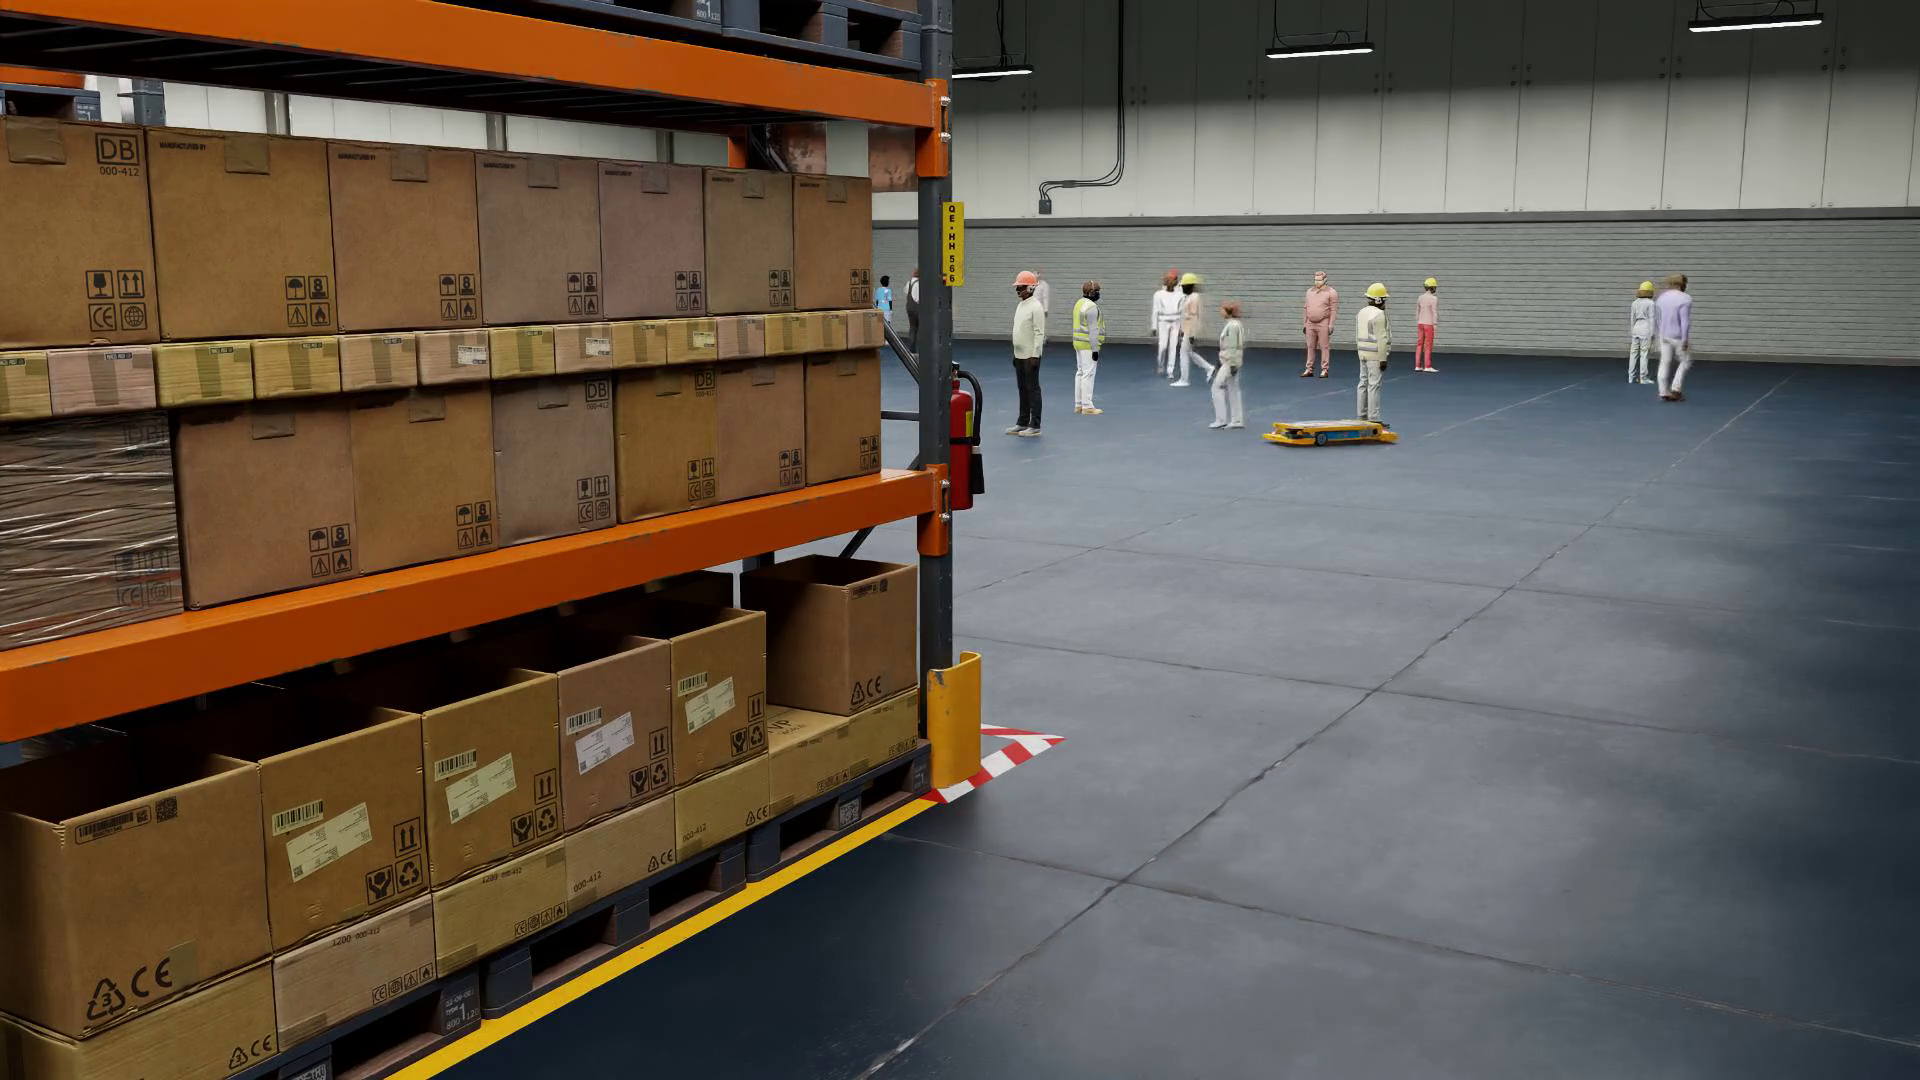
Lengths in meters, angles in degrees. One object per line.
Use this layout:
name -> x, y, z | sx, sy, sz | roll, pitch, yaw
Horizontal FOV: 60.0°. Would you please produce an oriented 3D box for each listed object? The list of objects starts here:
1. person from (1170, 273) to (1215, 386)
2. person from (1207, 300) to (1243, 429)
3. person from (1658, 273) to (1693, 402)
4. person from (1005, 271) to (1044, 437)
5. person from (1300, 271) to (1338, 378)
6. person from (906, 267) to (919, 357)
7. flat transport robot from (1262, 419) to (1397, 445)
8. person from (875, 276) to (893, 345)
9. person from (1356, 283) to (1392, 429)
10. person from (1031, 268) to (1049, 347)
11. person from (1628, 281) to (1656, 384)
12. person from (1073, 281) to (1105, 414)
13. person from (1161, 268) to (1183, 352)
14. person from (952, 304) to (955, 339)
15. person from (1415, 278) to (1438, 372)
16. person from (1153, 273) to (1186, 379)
person -> 3.906, -3.508, 27.781 | 0.689, 1.904, 0.601 | 1, 10, 5
person -> 3.333, -2.205, 20.978 | 0.565, 1.618, 0.518 | 2, 10, 12
person -> 10.700, -3.010, 24.802 | 0.564, 1.920, 0.655 | -4, 10, -20
person -> 0.808, -2.252, 20.161 | 0.375, 1.995, 0.611 | -5, 11, -25
person -> 6.423, -3.856, 29.819 | 0.641, 1.905, 0.410 | 8, 13, 39
person -> -0.854, -4.905, 35.557 | 0.540, 2.000, 0.709 | -6, 11, -30
flat transport robot -> 4.321, -1.270, 19.447 | 1.431, 0.197, 0.652 | -4, 10, -21
person -> -1.838, -5.607, 40.670 | 0.542, 1.695, 0.316 | 9, 13, 43
person -> 5.244, -2.325, 21.057 | 0.403, 1.835, 0.588 | -3, 10, -16
person -> 1.787, -5.433, 39.065 | 0.640, 1.898, 0.543 | 5, 11, 29
person -> 11.704, -3.548, 28.483 | 0.294, 1.744, 0.486 | -5, 11, -26
person -> 1.778, -2.649, 22.961 | 0.429, 1.835, 0.630 | -2, 10, -14
person -> 4.811, -5.198, 37.685 | 0.548, 1.906, 0.479 | 4, 10, 20
person -> -0.361, -3.643, 29.225 | 0.539, 1.676, 0.612 | 2, 10, 11
person -> 8.799, -4.038, 31.287 | 0.331, 1.768, 0.527 | -4, 11, -25
person -> 3.730, -3.813, 29.651 | 0.598, 1.871, 0.489 | -1, 10, -5
